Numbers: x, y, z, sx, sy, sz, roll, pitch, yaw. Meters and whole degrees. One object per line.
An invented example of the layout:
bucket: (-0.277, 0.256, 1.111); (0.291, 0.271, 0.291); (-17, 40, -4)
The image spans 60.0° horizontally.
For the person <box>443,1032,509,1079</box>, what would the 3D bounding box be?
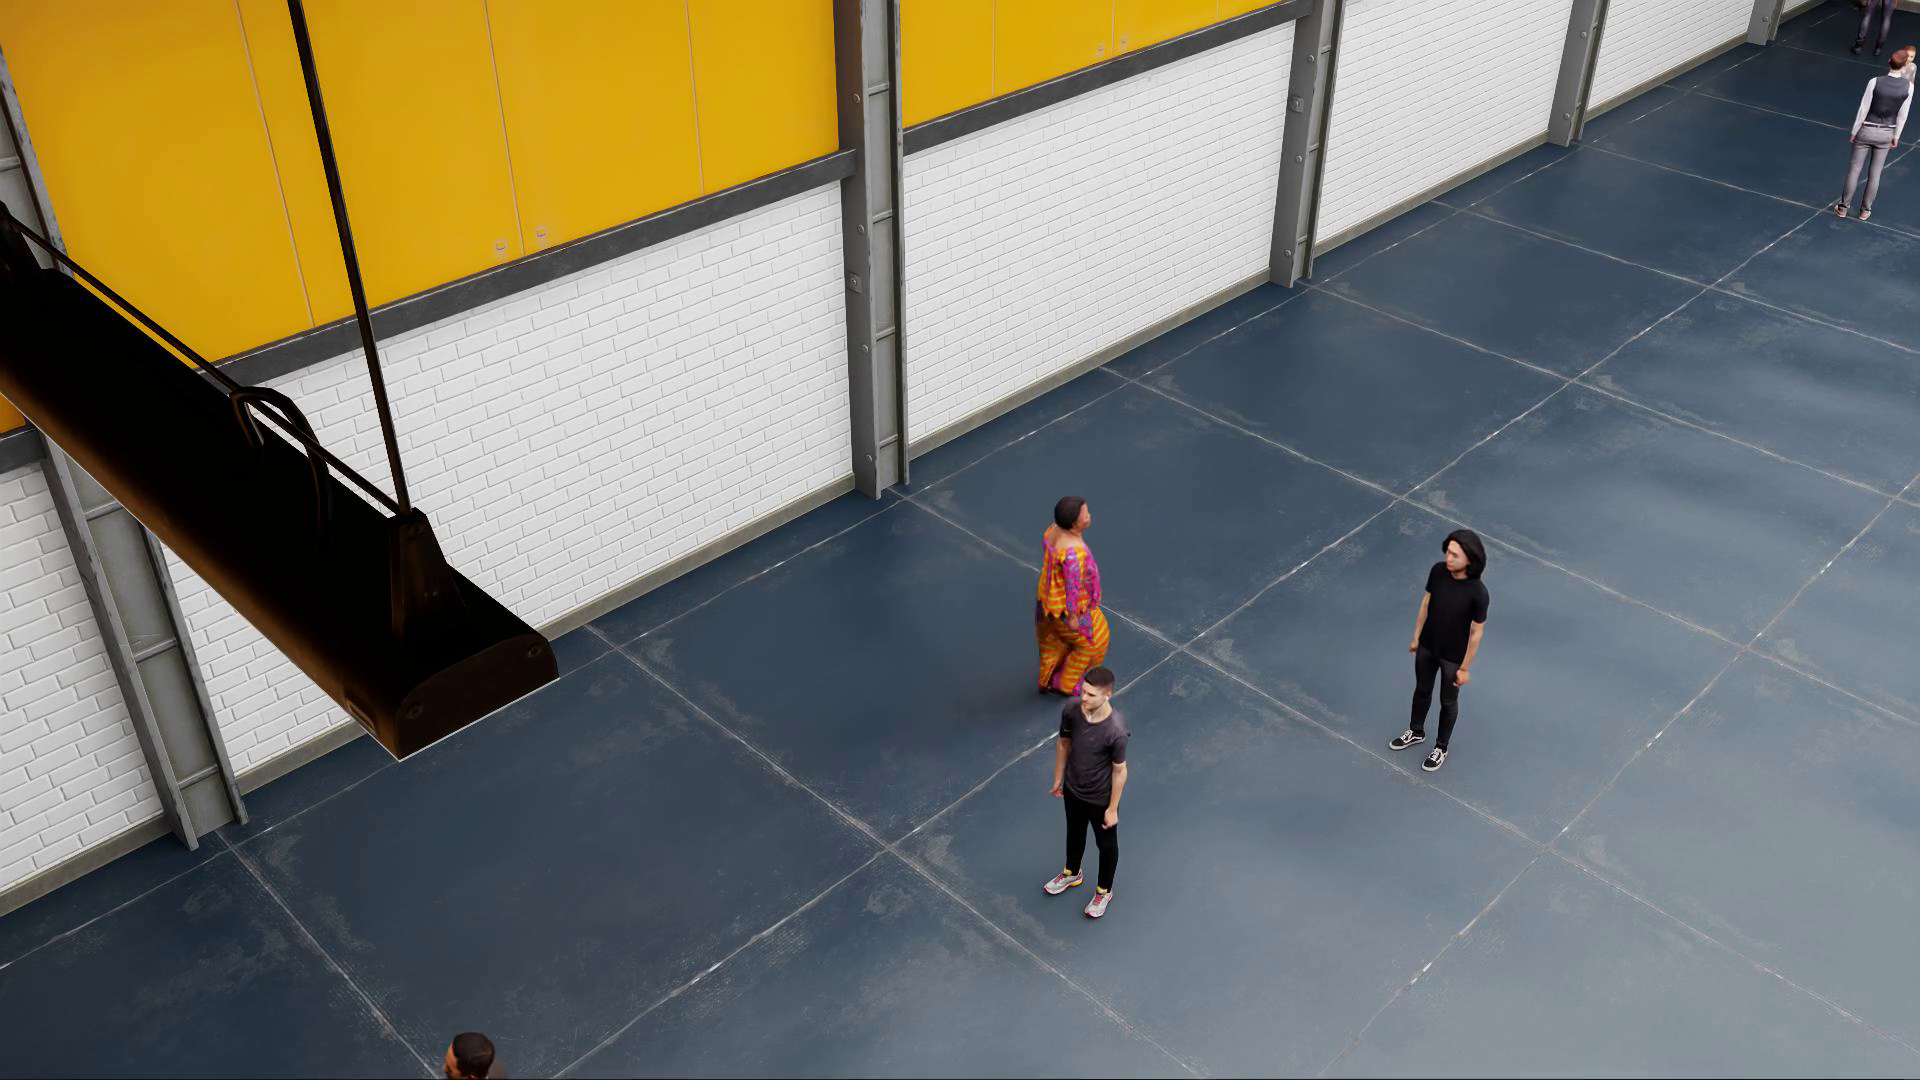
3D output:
person: (-2.154, 2.911, 7.709); (0.713, 1.805, 0.747); (-10, 35, -15)

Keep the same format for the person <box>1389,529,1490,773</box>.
person: (3.222, 0.695, 11.016); (0.570, 1.836, 0.657); (-23, 40, -30)

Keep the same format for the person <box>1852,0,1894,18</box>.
person: (14.360, -8.876, 25.554); (1.016, 1.681, 1.048); (-3, 34, -4)

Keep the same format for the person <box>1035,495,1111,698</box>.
person: (0.691, 0.415, 11.593); (0.876, 1.663, 0.814); (-9, 35, -13)

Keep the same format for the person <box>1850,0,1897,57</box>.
person: (13.350, -7.954, 24.032); (0.747, 1.831, 0.742); (11, 35, 16)

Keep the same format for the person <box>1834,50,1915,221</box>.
person: (10.415, -4.620, 18.919); (0.741, 1.938, 0.703); (13, 36, 18)

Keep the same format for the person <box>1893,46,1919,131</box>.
person: (11.994, -5.739, 21.275); (0.545, 1.195, 0.580); (8, 34, 12)

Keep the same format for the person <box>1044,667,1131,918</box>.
person: (0.789, 1.475, 9.906); (0.644, 1.765, 0.558); (25, 41, 33)
